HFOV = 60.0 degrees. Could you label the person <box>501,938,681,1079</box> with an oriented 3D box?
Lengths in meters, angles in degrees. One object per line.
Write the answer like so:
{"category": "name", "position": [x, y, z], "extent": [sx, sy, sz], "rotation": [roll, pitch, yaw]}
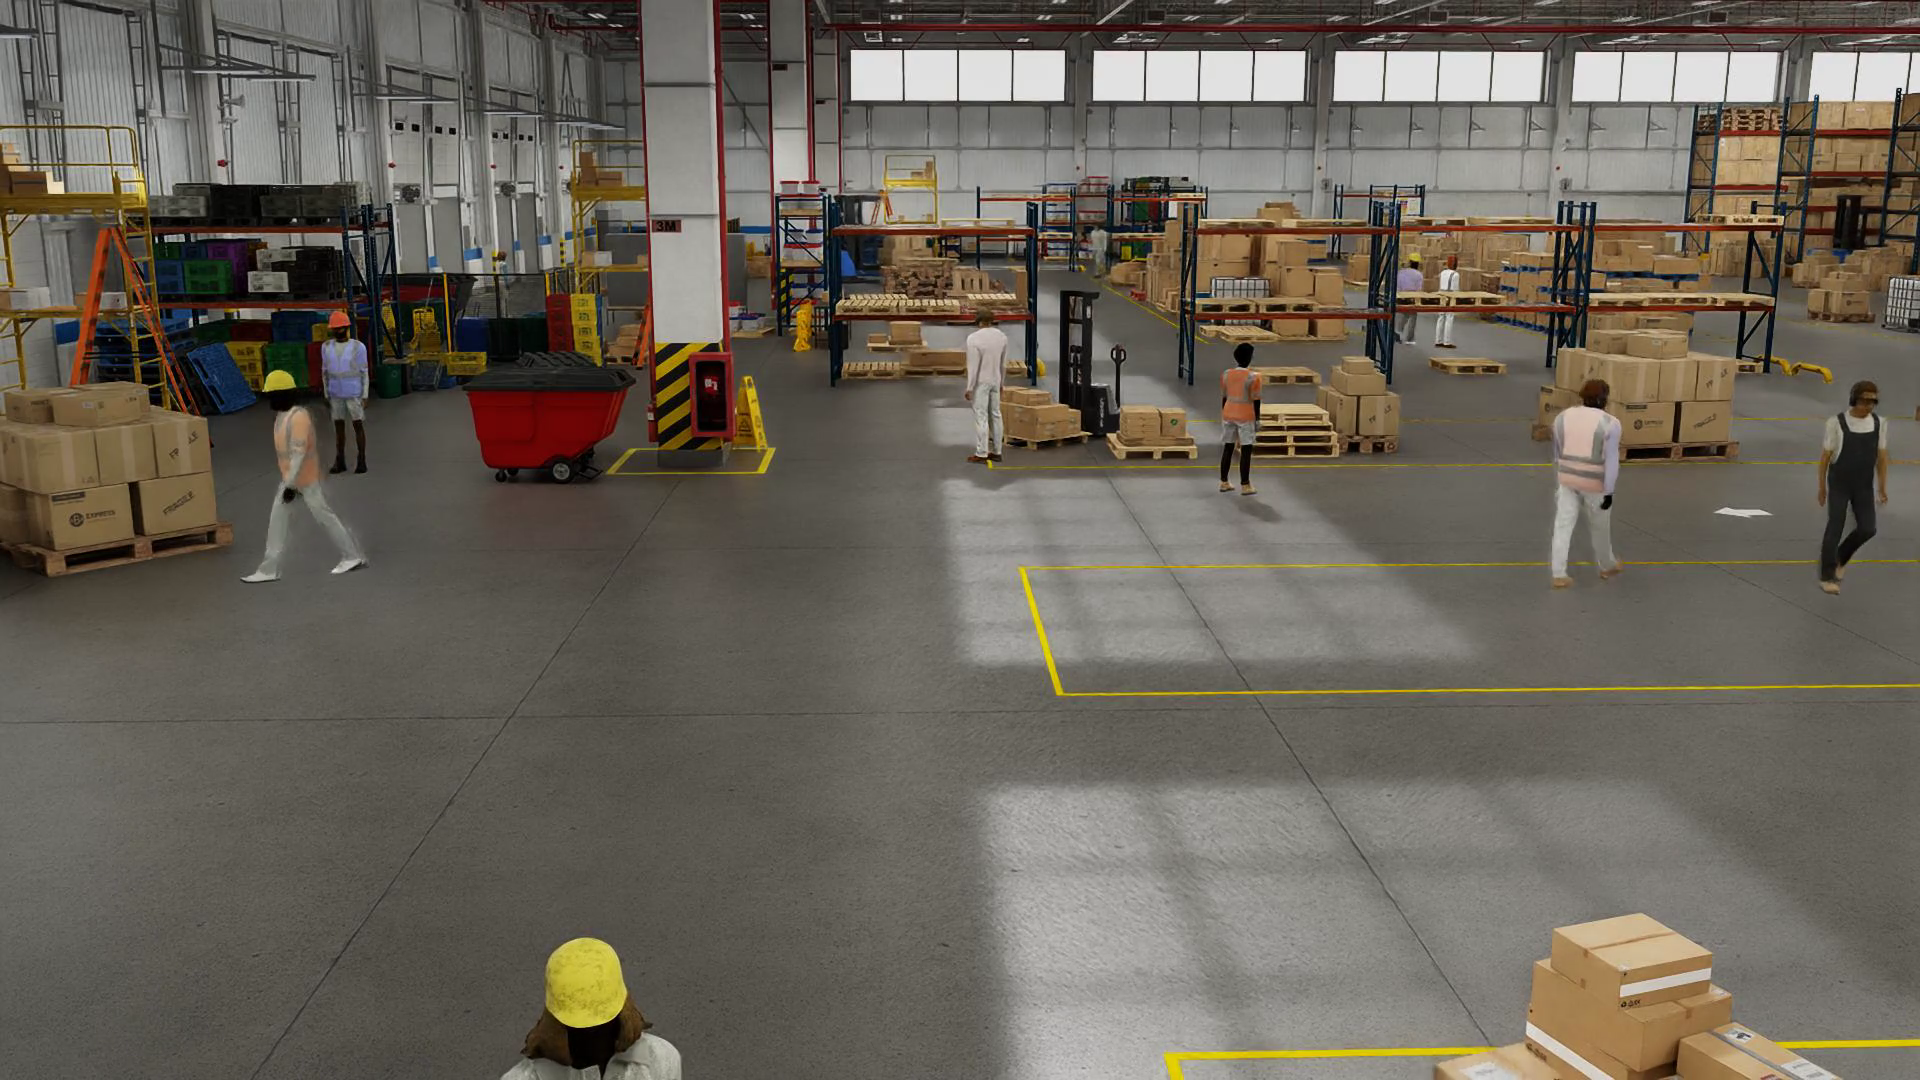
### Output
{"category": "person", "position": [-0.904, 1.803, 4.171], "extent": [0.492, 1.742, 0.323], "rotation": [-7, 14, -28]}

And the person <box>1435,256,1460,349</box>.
{"category": "person", "position": [9.918, -4.819, 33.779], "extent": [0.355, 1.876, 0.574], "rotation": [-5, 13, -21]}

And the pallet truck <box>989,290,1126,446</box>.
{"category": "pallet truck", "position": [1.257, -2.299, 22.111], "extent": [1.885, 1.965, 0.823], "rotation": [-9, 15, -35]}

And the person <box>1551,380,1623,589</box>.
{"category": "person", "position": [5.455, -0.494, 14.404], "extent": [0.929, 1.796, 0.647], "rotation": [-11, 17, -41]}

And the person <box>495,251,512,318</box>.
{"category": "person", "position": [-11.237, -6.261, 40.837], "extent": [0.313, 1.634, 0.515], "rotation": [-10, 16, -39]}

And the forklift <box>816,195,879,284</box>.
{"category": "forklift", "position": [-3.663, -9.509, 52.653], "extent": [1.873, 2.768, 1.129], "rotation": [-7, 14, -29]}

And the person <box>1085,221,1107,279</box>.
{"category": "person", "position": [4.539, -9.739, 55.897], "extent": [0.647, 1.903, 0.864], "rotation": [11, 17, 42]}

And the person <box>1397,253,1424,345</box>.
{"category": "person", "position": [9.339, -4.995, 34.485], "extent": [0.452, 1.905, 0.605], "rotation": [-11, 17, -42]}

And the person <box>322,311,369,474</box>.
{"category": "person", "position": [-7.301, -1.748, 19.758], "extent": [0.542, 1.939, 0.369], "rotation": [0, 12, 1]}

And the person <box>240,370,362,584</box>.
{"category": "person", "position": [-5.810, -0.569, 14.615], "extent": [0.586, 1.869, 1.034], "rotation": [12, 17, 43]}

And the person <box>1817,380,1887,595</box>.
{"category": "person", "position": [7.580, -0.464, 14.199], "extent": [0.539, 1.829, 0.533], "rotation": [0, 12, 0]}

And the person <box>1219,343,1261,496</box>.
{"category": "person", "position": [3.120, -1.347, 18.522], "extent": [0.535, 1.693, 0.321], "rotation": [12, 17, 43]}

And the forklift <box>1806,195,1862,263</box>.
{"category": "forklift", "position": [28.413, -9.688, 53.463], "extent": [1.873, 2.768, 1.129], "rotation": [0, 12, -2]}

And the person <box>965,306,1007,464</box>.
{"category": "person", "position": [0.314, -1.899, 20.445], "extent": [0.635, 1.935, 0.351], "rotation": [-12, 17, -43]}
